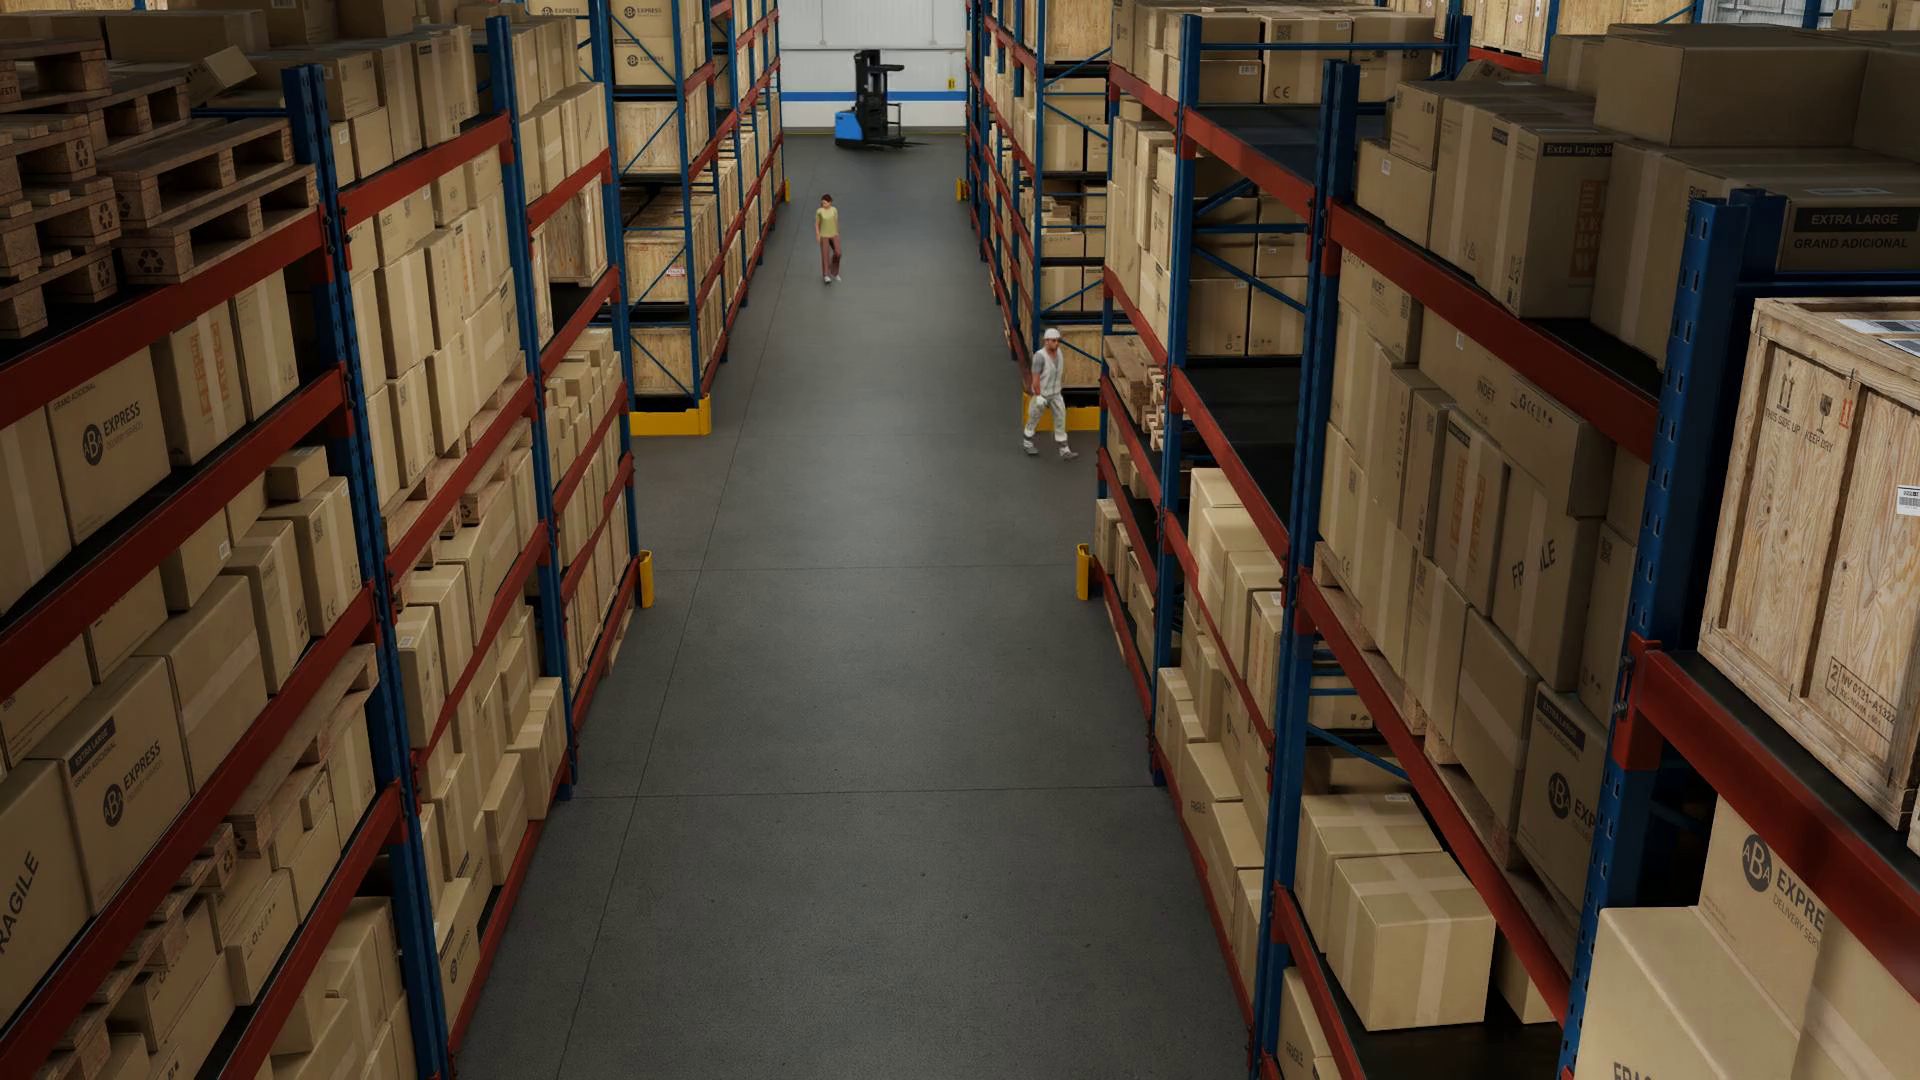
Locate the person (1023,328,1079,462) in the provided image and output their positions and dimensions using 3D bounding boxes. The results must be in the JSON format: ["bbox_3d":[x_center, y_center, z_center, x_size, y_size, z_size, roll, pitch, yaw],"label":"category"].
[{"bbox_3d":[1.162,-1.885,21.527,0.567,1.745,0.952,-14,25,-33],"label":"person"}]

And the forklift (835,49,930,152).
[{"bbox_3d":[-2.360,-13.428,50.820,3.031,2.941,1.121,12,24,30],"label":"forklift"}]

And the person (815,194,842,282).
[{"bbox_3d":[-2.564,-5.879,32.334,0.474,1.688,0.415,-6,21,-16],"label":"person"}]
